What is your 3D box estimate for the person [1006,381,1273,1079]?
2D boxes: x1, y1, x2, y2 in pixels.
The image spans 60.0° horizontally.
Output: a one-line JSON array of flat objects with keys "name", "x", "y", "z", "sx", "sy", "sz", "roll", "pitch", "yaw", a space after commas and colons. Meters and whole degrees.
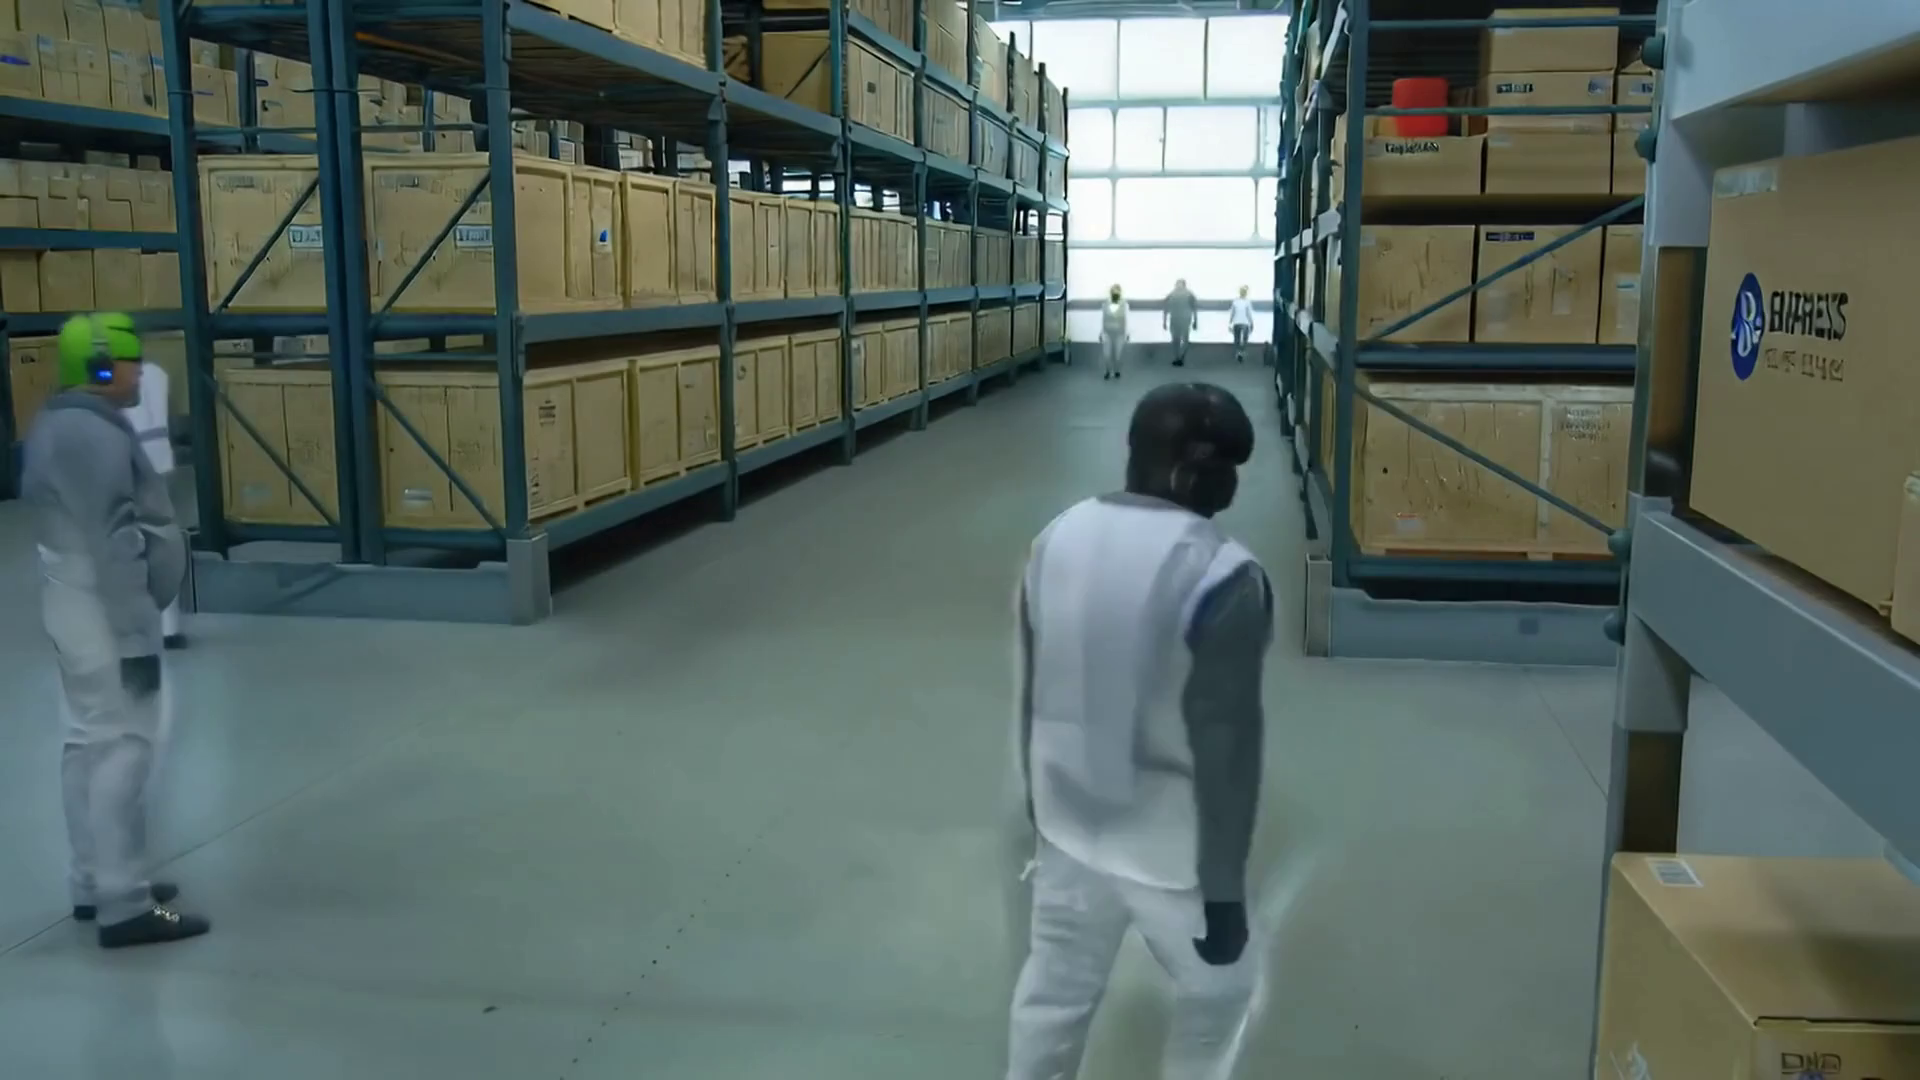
[{"name": "person", "x": 0.415, "y": 0.576, "z": 3.417, "sx": 0.792, "sy": 1.798, "sz": 0.711, "roll": -8, "pitch": 12, "yaw": -40}]

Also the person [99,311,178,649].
[{"name": "person", "x": -4.550, "y": -0.311, "z": 8.922, "sx": 0.758, "sy": 1.804, "sz": 0.600, "roll": 2, "pitch": 9, "yaw": 11}]

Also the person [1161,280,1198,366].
[{"name": "person", "x": 4.730, "y": -4.677, "z": 35.882, "sx": 0.755, "sy": 1.848, "sz": 0.951, "roll": 3, "pitch": 10, "yaw": 17}]

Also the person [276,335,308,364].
[{"name": "person", "x": -6.957, "y": -1.583, "z": 17.424, "sx": 0.564, "sy": 1.612, "sz": 0.424, "roll": 7, "pitch": 11, "yaw": 36}]

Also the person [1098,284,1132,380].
[{"name": "person", "x": 2.906, "y": -3.892, "z": 31.215, "sx": 0.627, "sy": 1.780, "sz": 0.922, "roll": 1, "pitch": 9, "yaw": 7}]

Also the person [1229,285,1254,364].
[{"name": "person", "x": 6.226, "y": -4.763, "z": 36.756, "sx": 0.621, "sy": 1.734, "sz": 0.361, "roll": 7, "pitch": 11, "yaw": 36}]

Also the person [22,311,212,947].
[{"name": "person", "x": -2.561, "y": 0.265, "z": 5.061, "sx": 0.404, "sy": 1.904, "sz": 0.649, "roll": -8, "pitch": 12, "yaw": -40}]
